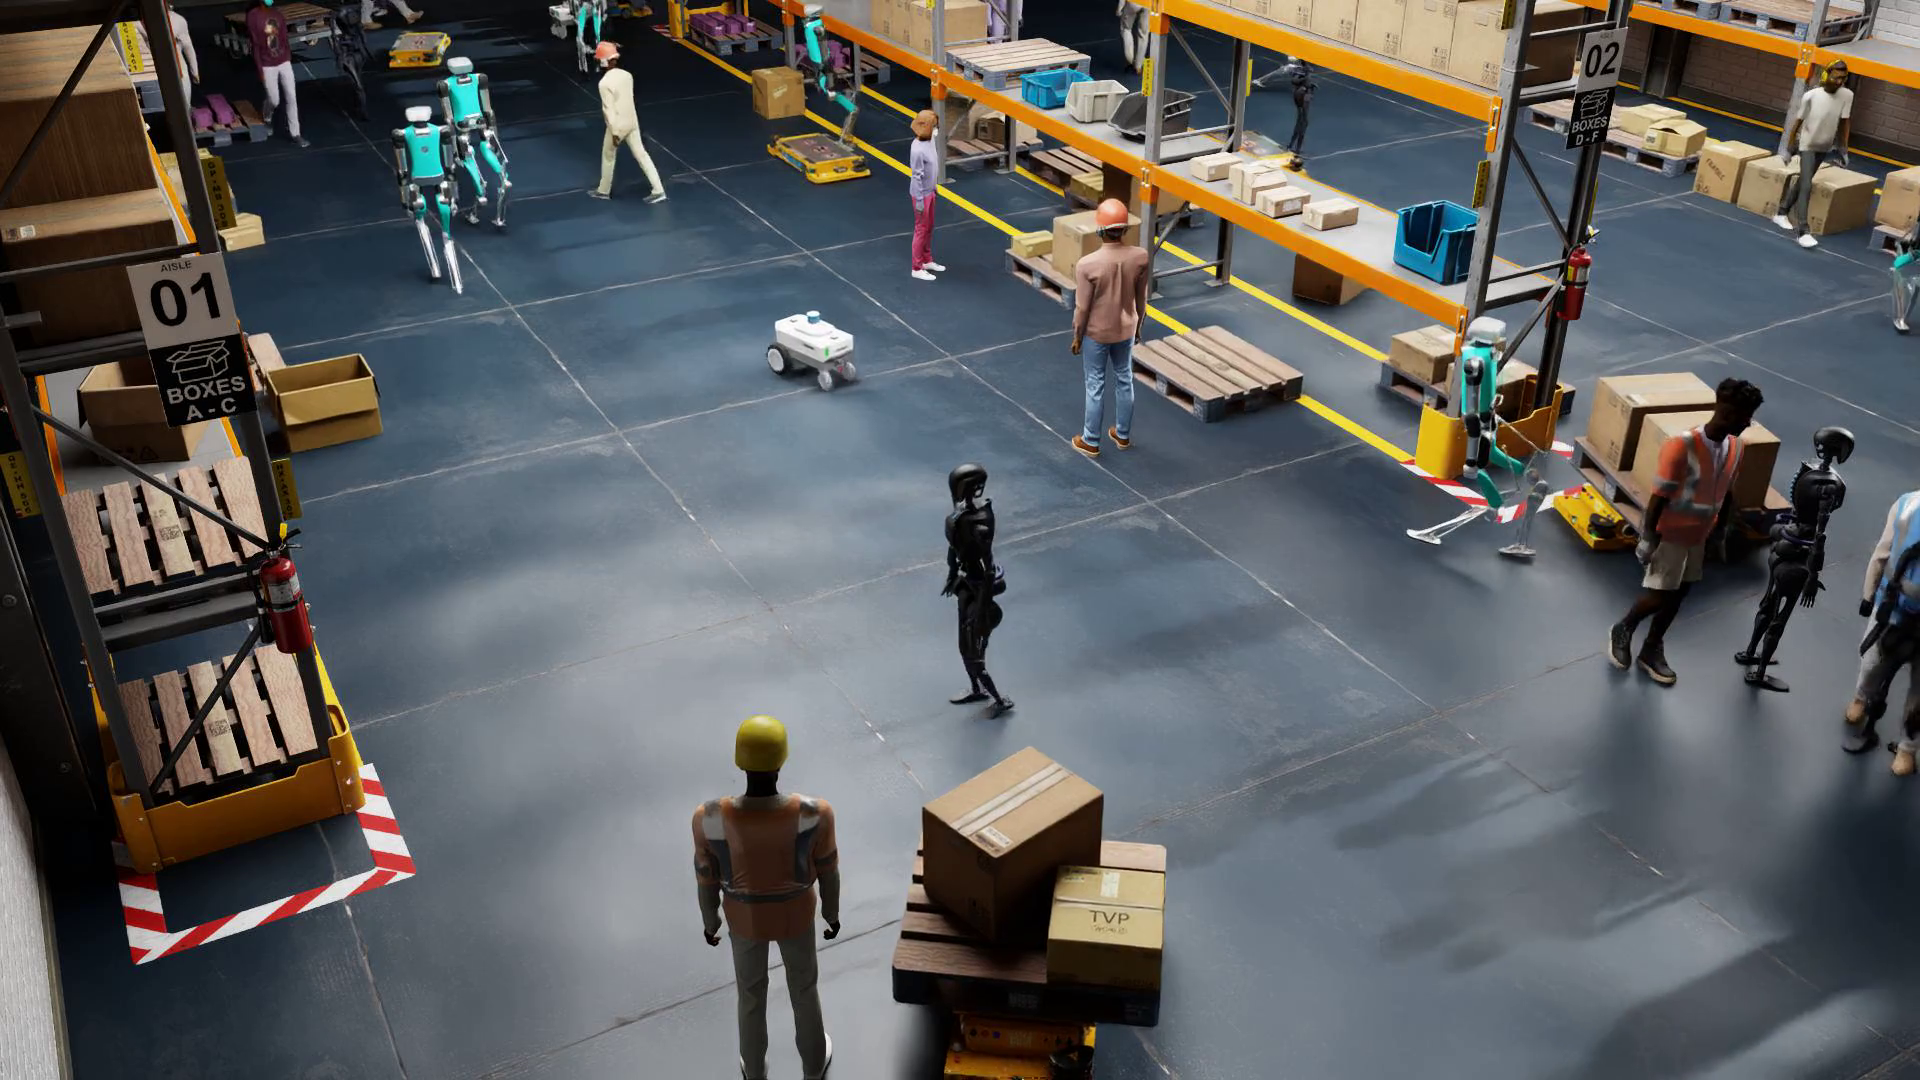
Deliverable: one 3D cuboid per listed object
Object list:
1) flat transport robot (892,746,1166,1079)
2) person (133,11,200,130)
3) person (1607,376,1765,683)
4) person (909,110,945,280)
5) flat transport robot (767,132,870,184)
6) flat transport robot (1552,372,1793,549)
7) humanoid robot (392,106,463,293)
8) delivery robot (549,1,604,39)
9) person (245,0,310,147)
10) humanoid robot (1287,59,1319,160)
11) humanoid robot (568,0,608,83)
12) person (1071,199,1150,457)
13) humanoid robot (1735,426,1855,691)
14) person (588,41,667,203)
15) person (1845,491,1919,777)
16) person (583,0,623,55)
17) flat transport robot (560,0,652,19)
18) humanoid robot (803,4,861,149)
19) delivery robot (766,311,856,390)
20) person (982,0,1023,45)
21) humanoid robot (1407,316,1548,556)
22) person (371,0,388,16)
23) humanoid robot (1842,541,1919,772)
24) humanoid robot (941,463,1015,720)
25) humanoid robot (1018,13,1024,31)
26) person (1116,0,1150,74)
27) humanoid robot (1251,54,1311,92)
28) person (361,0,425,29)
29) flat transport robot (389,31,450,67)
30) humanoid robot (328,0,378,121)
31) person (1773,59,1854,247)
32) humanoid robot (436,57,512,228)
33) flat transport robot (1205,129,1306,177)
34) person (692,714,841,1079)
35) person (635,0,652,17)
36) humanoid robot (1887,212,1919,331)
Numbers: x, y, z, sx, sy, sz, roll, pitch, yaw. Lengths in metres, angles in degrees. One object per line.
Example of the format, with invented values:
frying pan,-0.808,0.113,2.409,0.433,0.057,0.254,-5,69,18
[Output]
flat transport robot,0.343,2.013,7.905,0.659,0.231,1.431,4,30,7
person,-9.144,-5.426,19.230,0.626,1.899,0.940,-19,35,-29
person,4.271,-0.048,9.829,0.667,1.942,0.442,-13,32,-22
person,-0.325,-3.266,15.734,0.287,1.623,0.506,8,31,13
flat transport robot,-1.632,-4.393,19.058,0.659,0.231,1.431,-15,33,-24
flat transport robot,5.024,-0.208,11.771,1.431,0.231,0.659,-4,30,-6
humanoid robot,-4.954,-3.203,15.533,0.541,1.799,0.824,-11,32,-19
delivery robot,-5.675,-7.749,24.631,0.816,0.613,0.499,-18,35,-29
person,-8.055,-5.607,19.493,0.623,1.931,0.493,24,38,36
humanoid robot,3.962,-5.224,19.085,0.314,1.653,0.602,7,31,12
humanoid robot,-4.994,-6.994,22.154,0.551,1.769,0.992,-2,30,-4
person,1.106,-1.571,12.415,0.609,1.995,0.376,-13,32,-21
humanoid robot,4.960,0.078,9.845,0.315,1.657,0.599,7,31,12
person,-3.586,-4.425,17.676,0.937,1.696,0.571,13,32,21
person,5.310,0.387,9.190,0.628,1.824,0.506,21,36,32
person,-5.122,-7.745,23.359,0.822,1.828,0.510,-26,39,-37
flat transport robot,-5.545,-8.204,25.691,1.431,0.231,0.659,-12,32,-19
humanoid robot,-1.367,-5.288,19.147,0.852,1.774,0.614,-12,32,-19
delivery robot,-1.233,-1.622,13.961,0.499,0.609,0.812,-26,39,-38
person,0.568,-6.771,21.564,0.644,1.900,0.401,-23,37,-34
humanoid robot,3.608,-0.617,11.038,1.051,1.727,0.550,12,32,20
person,-9.088,-8.908,25.544,0.497,1.633,0.287,26,39,37
humanoid robot,5.300,0.528,9.094,0.600,1.653,0.378,16,34,26
humanoid robot,0.109,0.293,9.515,0.393,1.663,0.601,-11,32,-18
humanoid robot,0.765,-7.776,23.533,0.367,1.650,0.584,9,31,16
person,2.407,-7.216,22.350,0.618,1.885,0.431,-3,30,-5
humanoid robot,4.299,-6.591,21.429,1.044,1.737,0.556,8,31,13
person,-8.592,-8.532,24.727,0.962,1.785,0.658,-7,31,-12
flat transport robot,-7.619,-6.923,23.462,0.659,0.231,1.431,-4,30,-7
humanoid robot,-7.449,-6.002,20.458,0.589,1.639,0.608,12,32,20
person,8.580,-3.901,16.648,0.499,1.812,0.977,-3,30,-6
humanoid robot,-4.845,-3.937,16.787,0.548,1.766,0.928,-21,36,-32
flat transport robot,3.348,-4.426,19.115,0.659,0.231,1.431,-9,31,-16
person,-0.800,1.558,7.035,0.594,1.925,0.370,-3,30,-5
person,-4.867,-8.856,25.358,0.602,1.720,0.427,24,38,35
humanoid robot,8.505,-2.601,14.585,0.559,1.914,0.710,1,30,1
